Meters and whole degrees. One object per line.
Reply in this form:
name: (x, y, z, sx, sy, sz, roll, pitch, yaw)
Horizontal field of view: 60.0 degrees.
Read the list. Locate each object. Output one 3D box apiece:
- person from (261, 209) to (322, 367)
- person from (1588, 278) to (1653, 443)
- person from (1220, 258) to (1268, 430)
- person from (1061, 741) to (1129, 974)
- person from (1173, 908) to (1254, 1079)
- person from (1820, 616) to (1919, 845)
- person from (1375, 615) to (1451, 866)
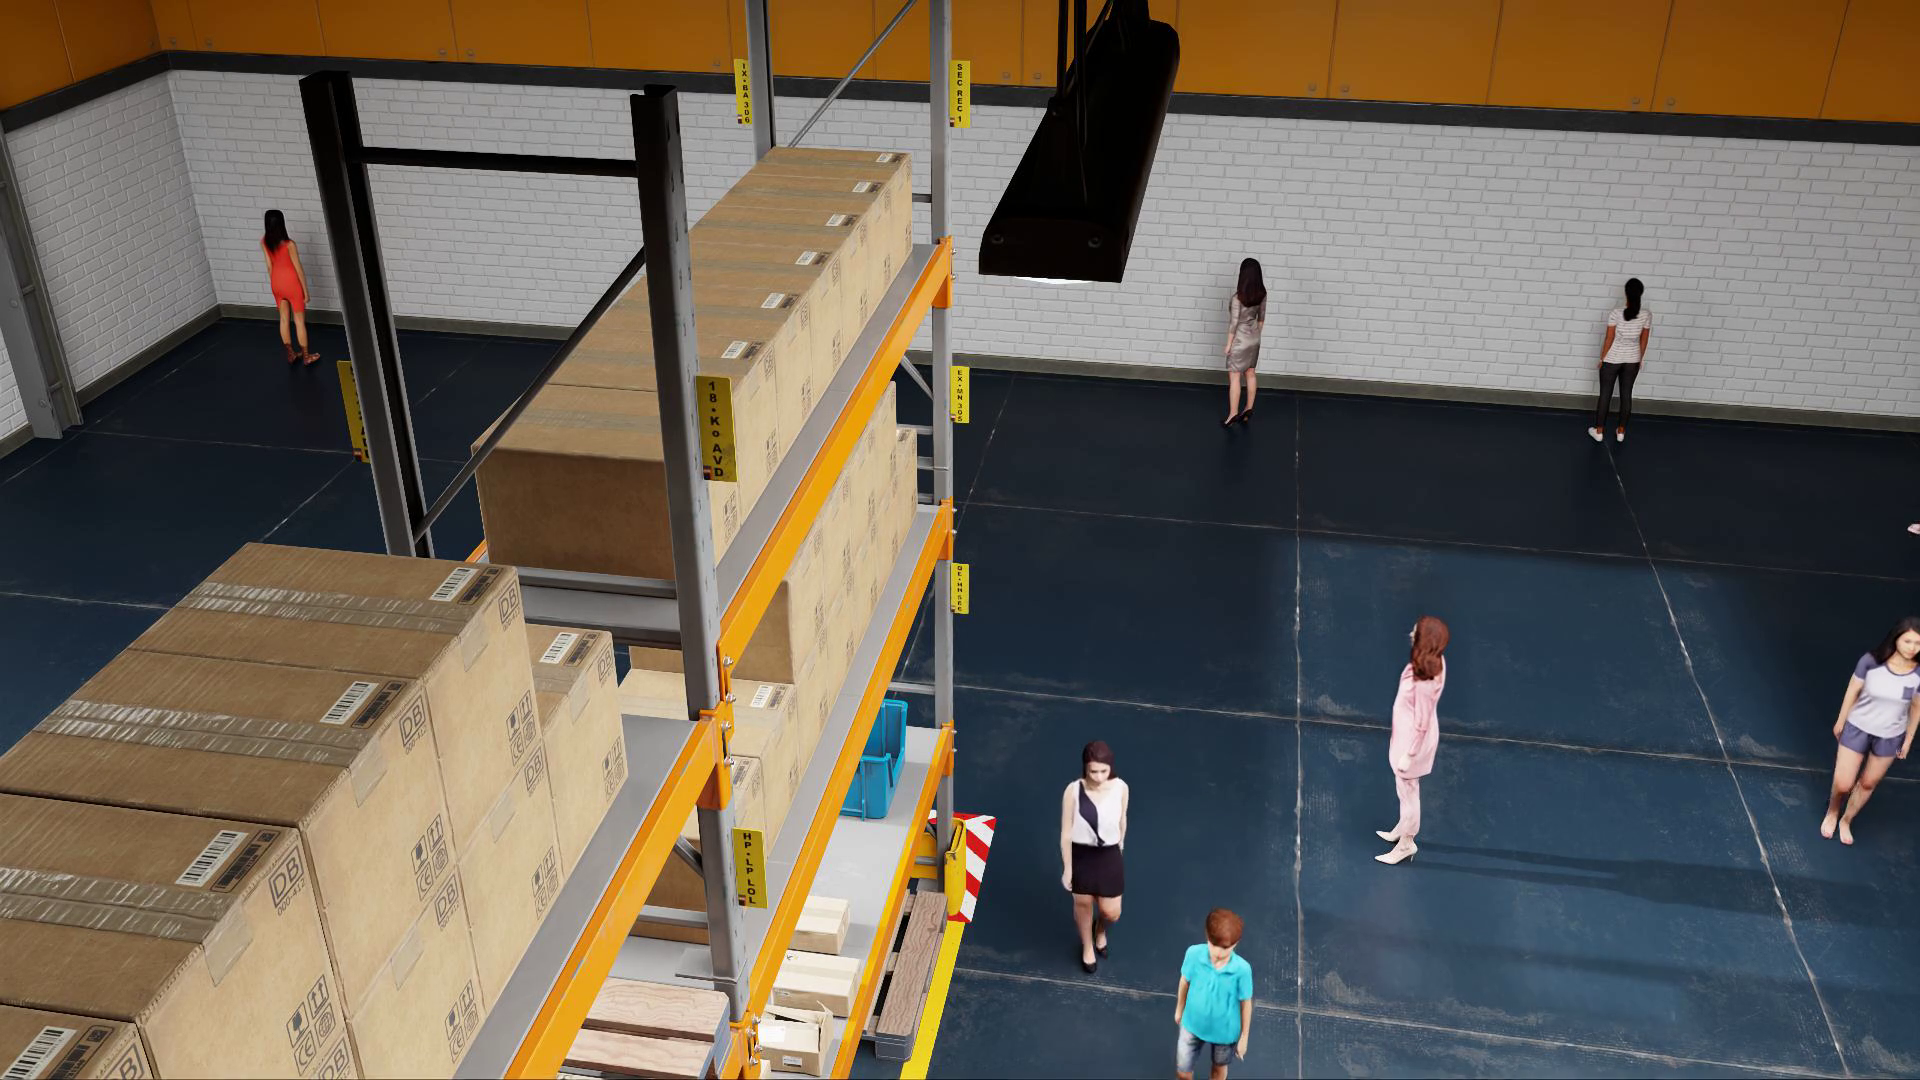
person: (-7.222, -2.707, 17.843, 0.565, 1.717, 0.515, 6, 29, 10)
person: (6.427, -1.749, 16.163, 0.590, 1.643, 0.546, 2, 29, 3)
person: (2.805, -1.939, 16.404, 0.657, 1.746, 0.712, -18, 33, -29)
person: (0.751, 1.810, 9.646, 0.620, 1.637, 0.656, -4, 29, -7)
person: (1.326, 2.453, 8.675, 0.607, 1.438, 0.685, 10, 30, 17)
person: (5.888, 1.187, 10.721, 0.647, 1.700, 0.653, 10, 30, 17)
person: (2.871, 1.258, 10.483, 0.688, 1.803, 0.487, 8, 30, 14)
